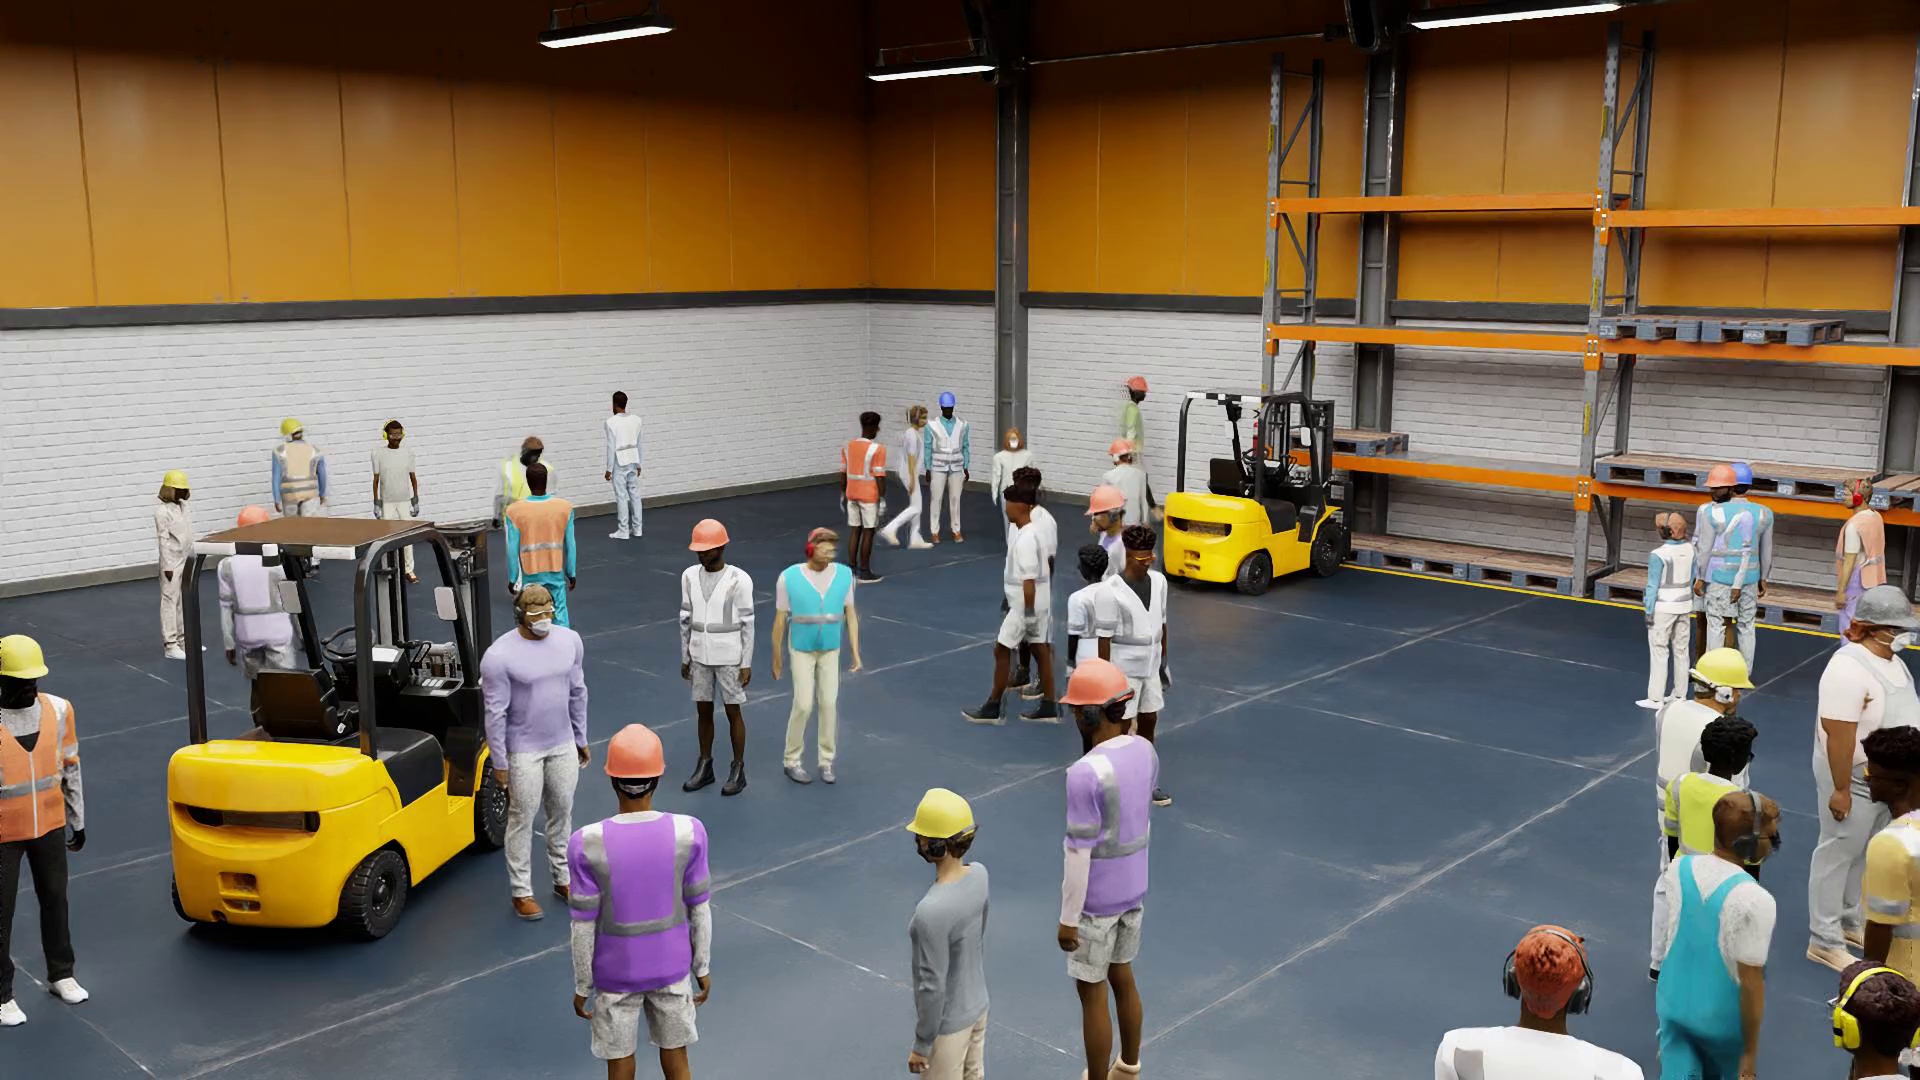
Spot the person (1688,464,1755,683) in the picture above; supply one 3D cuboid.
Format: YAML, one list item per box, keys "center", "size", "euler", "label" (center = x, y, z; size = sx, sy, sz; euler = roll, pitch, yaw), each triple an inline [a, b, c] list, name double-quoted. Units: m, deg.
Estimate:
- center: [6.477, 0.314, 14.251]
  size: [0.354, 1.939, 0.544]
  euler: [-6, 11, -29]
  label: "person"

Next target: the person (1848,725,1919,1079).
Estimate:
- center: [3.803, 1.684, 6.533]
  size: [0.924, 1.925, 0.606]
  euler: [10, 14, 43]
  label: "person"

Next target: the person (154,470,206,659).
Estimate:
- center: [-7.210, 0.219, 15.361]
  size: [0.313, 1.739, 0.484]
  euler: [1, 10, 4]
  label: "person"

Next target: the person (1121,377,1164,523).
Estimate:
- center: [2.516, -1.229, 22.843]
  size: [0.939, 2.002, 0.636]
  euler: [0, 10, 0]
  label: "person"

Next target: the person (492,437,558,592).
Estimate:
- center: [-4.614, -0.204, 17.660]
  size: [0.690, 1.777, 0.936]
  euler: [-3, 10, -15]
  label: "person"

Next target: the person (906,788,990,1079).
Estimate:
- center: [-0.058, 1.798, 6.291]
  size: [0.311, 1.768, 0.533]
  euler: [4, 11, 23]
  label: "person"

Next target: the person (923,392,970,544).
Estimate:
- center: [-0.169, -0.928, 21.292]
  size: [0.612, 1.947, 0.388]
  euler: [-3, 10, -16]
  label: "person"

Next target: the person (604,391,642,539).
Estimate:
- center: [-4.365, -0.975, 21.647]
  size: [0.370, 1.916, 0.597]
  euler: [7, 12, 35]
  label: "person"

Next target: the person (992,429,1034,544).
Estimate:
- center: [0.639, -0.555, 20.188]
  size: [0.517, 1.578, 0.873]
  euler: [0, 10, -1]
  label: "person"

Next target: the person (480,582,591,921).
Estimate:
- center: [-2.380, 1.176, 9.387]
  size: [0.378, 1.930, 0.632]
  euler: [10, 14, 44]
  label: "person"

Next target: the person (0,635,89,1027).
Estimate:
- center: [-4.572, 1.398, 8.149]
  size: [0.397, 1.917, 0.594]
  euler: [7, 12, 36]
  label: "person"

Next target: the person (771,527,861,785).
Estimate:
- center: [-1.033, 0.809, 11.761]
  size: [0.618, 1.819, 0.518]
  euler: [-5, 11, -27]
  label: "person"

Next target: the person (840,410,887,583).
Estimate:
- center: [-1.071, -0.492, 18.800]
  size: [0.639, 1.952, 0.402]
  euler: [9, 13, 40]
  label: "person"

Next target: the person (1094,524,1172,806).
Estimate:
- center: [1.170, 0.853, 11.157]
  size: [0.616, 1.951, 0.388]
  euler: [-8, 13, -37]
  label: "person"

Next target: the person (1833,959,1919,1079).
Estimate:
- center: [2.440, 2.058, 4.552]
  size: [0.510, 1.861, 0.324]
  euler: [-2, 10, -11]
  label: "person"

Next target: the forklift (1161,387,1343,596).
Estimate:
- center: [3.298, -0.608, 18.767]
  size: [1.214, 2.155, 2.313]
  euler: [9, 13, 42]
  label: "forklift"

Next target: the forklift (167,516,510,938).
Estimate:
- center: [-3.583, 0.976, 9.748]
  size: [1.214, 2.155, 2.313]
  euler: [2, 10, 11]
  label: "forklift"

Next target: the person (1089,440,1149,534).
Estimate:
- center: [1.697, -0.227, 17.984]
  size: [0.589, 1.705, 0.885]
  euler: [-8, 13, -38]
  label: "person"

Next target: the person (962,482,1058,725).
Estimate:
- center: [0.400, 0.502, 13.173]
  size: [0.862, 1.929, 0.617]
  euler: [2, 10, 13]
  label: "person"

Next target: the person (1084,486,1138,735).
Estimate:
- center: [1.129, 0.591, 12.476]
  size: [0.422, 2.013, 0.607]
  euler: [-2, 10, -9]
  label: "person"

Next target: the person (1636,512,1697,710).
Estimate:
- center: [5.792, 0.584, 13.592]
  size: [0.519, 1.633, 0.314]
  euler: [-5, 11, -25]
  label: "person"

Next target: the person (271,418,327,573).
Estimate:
- center: [-7.675, -0.515, 19.330]
  size: [0.642, 1.798, 0.720]
  euler: [-6, 11, -29]
  label: "person"

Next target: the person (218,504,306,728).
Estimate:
- center: [-5.087, 0.700, 12.125]
  size: [0.561, 1.914, 0.715]
  euler: [0, 10, -3]
  label: "person"

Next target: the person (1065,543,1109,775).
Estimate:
- center: [0.967, 0.864, 11.829]
  size: [0.537, 1.693, 0.321]
  euler: [-8, 13, -38]
  label: "person"

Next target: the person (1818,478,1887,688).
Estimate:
- center: [7.601, 0.396, 14.076]
  size: [0.563, 1.837, 0.385]
  euler: [-9, 13, -42]
  label: "person"

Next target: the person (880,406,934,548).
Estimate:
- center: [-0.651, -0.773, 20.760]
  size: [0.565, 1.825, 0.534]
  euler: [-1, 10, -5]
  label: "person"

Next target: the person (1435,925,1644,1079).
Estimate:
- center: [1.629, 2.010, 4.745]
  size: [0.584, 1.882, 0.337]
  euler: [4, 11, 22]
  label: "person"

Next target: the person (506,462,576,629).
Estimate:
- center: [-3.630, 0.286, 14.470]
  size: [0.594, 1.915, 0.373]
  euler: [-5, 11, -26]
  label: "person"

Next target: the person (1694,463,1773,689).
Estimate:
- center: [6.609, 0.310, 14.243]
  size: [0.615, 1.945, 0.400]
  euler: [1, 10, 4]
  label: "person"

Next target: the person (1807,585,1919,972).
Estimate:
- center: [4.783, 1.232, 8.730]
  size: [0.683, 2.000, 0.536]
  euler: [-9, 14, -43]
  label: "person"

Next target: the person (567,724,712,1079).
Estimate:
- center: [-1.252, 1.670, 6.529]
  size: [0.552, 1.937, 0.356]
  euler: [-4, 11, -20]
  label: "person"

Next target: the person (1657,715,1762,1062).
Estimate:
- center: [3.400, 1.619, 7.519]
  size: [0.320, 1.692, 0.531]
  euler: [-4, 11, -20]
  label: "person"

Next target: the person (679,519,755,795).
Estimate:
- center: [-1.693, 0.805, 11.460]
  size: [0.552, 1.932, 0.377]
  euler: [4, 11, 20]
  label: "person"

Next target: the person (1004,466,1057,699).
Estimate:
- center: [0.577, 0.349, 13.968]
  size: [0.373, 1.966, 0.605]
  euler: [-5, 11, -28]
  label: "person"

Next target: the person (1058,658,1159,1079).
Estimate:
- center: [0.604, 1.509, 7.191]
  size: [0.411, 2.032, 0.611]
  euler: [7, 12, 35]
  label: "person"

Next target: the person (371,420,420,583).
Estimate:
- center: [-6.331, -0.422, 18.673]
  size: [0.509, 1.860, 0.334]
  euler: [-6, 12, -31]
  label: "person"

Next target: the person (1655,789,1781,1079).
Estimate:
- center: [2.814, 1.799, 6.224]
  size: [0.890, 1.781, 0.466]
  euler: [-9, 13, -41]
  label: "person"

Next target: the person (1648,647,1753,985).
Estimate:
- center: [3.688, 1.422, 8.285]
  size: [0.403, 1.821, 0.602]
  euler: [-2, 10, -12]
  label: "person"
